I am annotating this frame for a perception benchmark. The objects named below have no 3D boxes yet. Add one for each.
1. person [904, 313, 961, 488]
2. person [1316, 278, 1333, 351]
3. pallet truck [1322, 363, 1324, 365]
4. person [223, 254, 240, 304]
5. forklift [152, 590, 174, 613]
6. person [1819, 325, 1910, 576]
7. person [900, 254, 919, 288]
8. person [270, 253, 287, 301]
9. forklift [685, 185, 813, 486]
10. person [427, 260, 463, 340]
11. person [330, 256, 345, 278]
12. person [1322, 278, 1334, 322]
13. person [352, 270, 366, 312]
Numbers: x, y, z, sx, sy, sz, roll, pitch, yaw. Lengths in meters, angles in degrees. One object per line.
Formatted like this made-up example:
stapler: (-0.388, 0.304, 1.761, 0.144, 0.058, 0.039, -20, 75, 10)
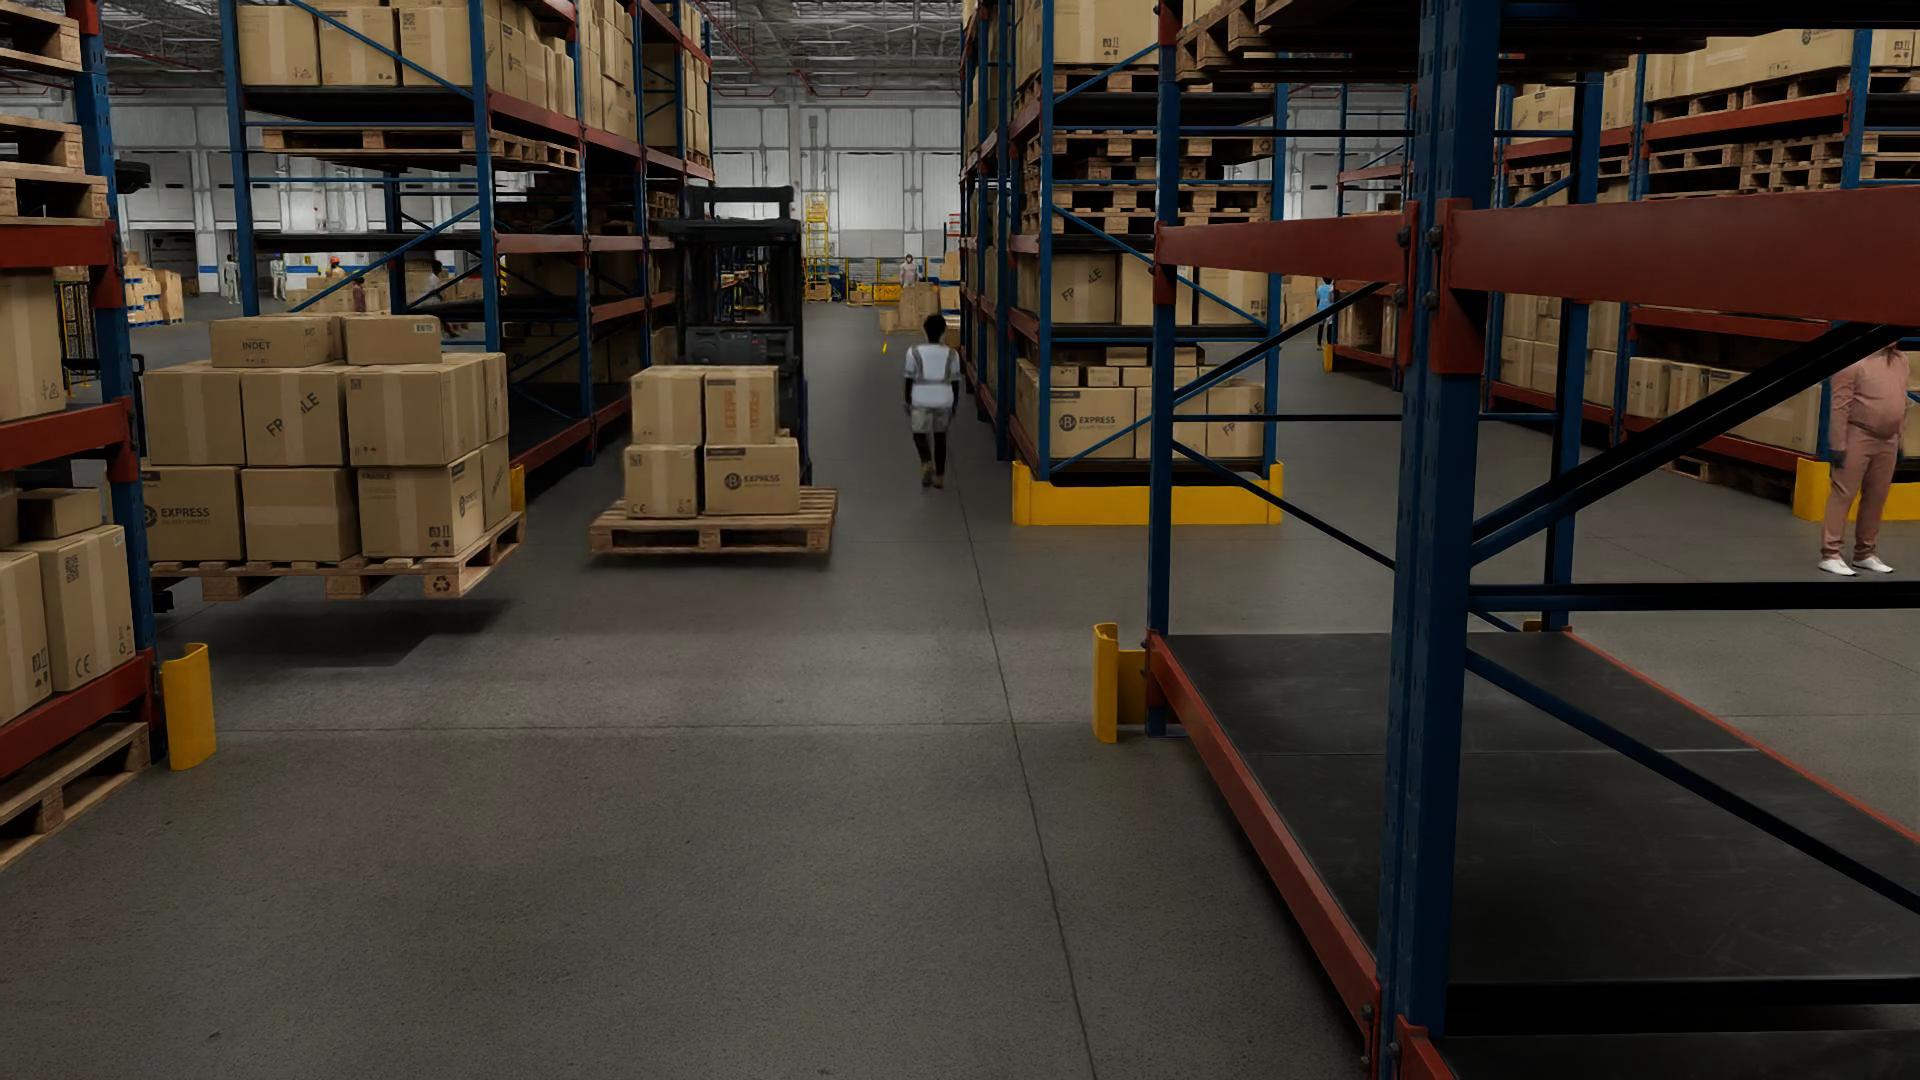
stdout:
person: (-0.246, -1.291, 15.653, 0.540, 1.676, 0.569, -2, 10, -10)
person: (7.899, -4.912, 35.782, 0.316, 1.696, 0.540, -9, 14, -43)
pallet truck: (7.712, -4.157, 30.737, 1.885, 1.965, 0.823, 3, 11, 16)
person: (-27.490, -9.837, 62.755, 0.515, 1.865, 0.329, -2, 10, -12)
forklift: (-5.858, -0.811, 9.639, 1.873, 2.768, 1.129, -1, 10, -3)
person: (6.418, -0.692, 11.724, 0.650, 1.900, 0.399, -3, 11, -18)
person: (-1.673, -8.502, 55.106, 0.636, 1.938, 0.354, -1, 10, -5)
person: (-27.019, -10.455, 65.970, 0.608, 1.943, 0.402, -8, 13, -36)
forklift: (-1.923, -1.740, 14.811, 1.129, 2.768, 1.873, 0, 10, -2)
person: (-12.448, -5.680, 39.505, 1.050, 1.913, 0.613, -2, 10, -9)
person: (-17.479, -6.990, 46.694, 0.378, 1.932, 0.551, 1, 10, 6)
person: (10.867, -7.356, 48.722, 0.353, 1.937, 0.635, -7, 12, -34)
person: (-12.405, -4.696, 34.391, 0.309, 1.769, 0.524, -4, 11, -21)
